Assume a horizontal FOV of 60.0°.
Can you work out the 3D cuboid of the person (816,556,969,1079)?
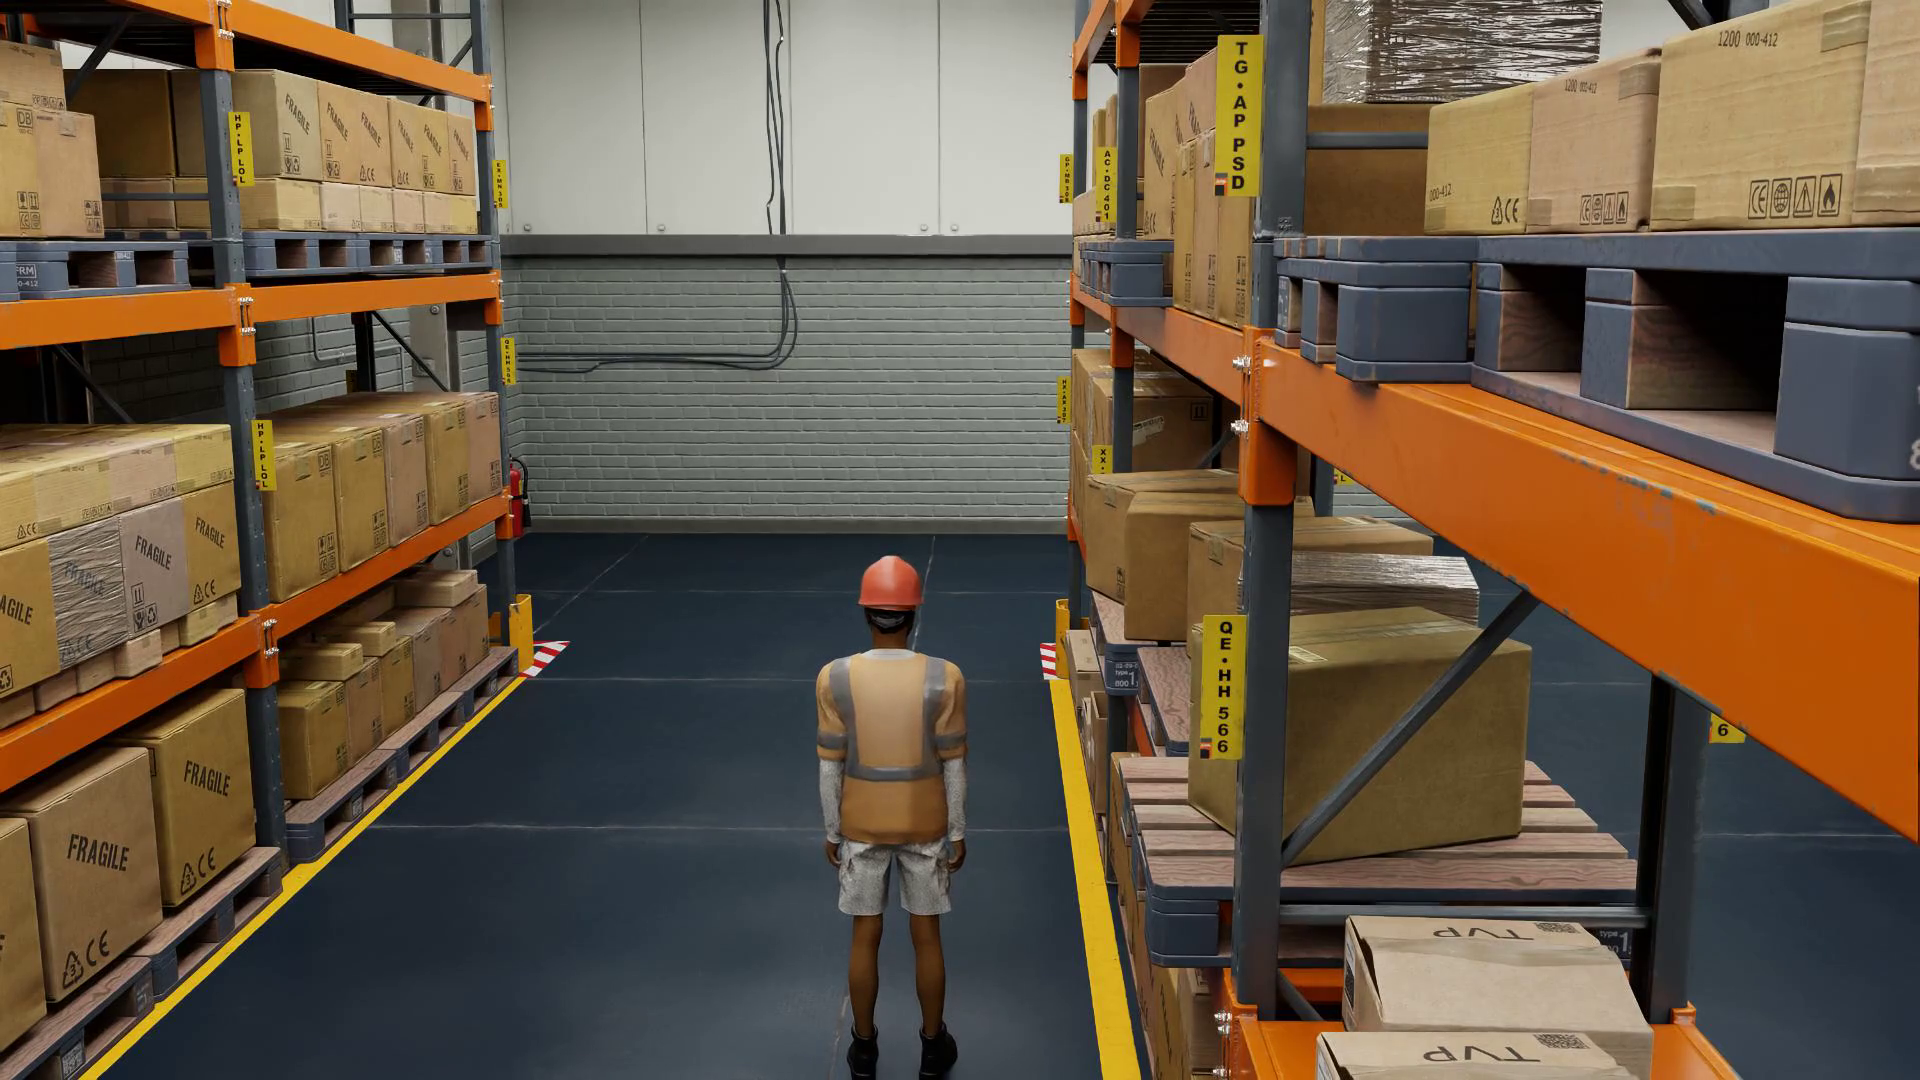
[{"bbox_3d":[-0.238,1.014,6.011,0.543,1.934,0.362,0,10,2],"label":"person"}]
